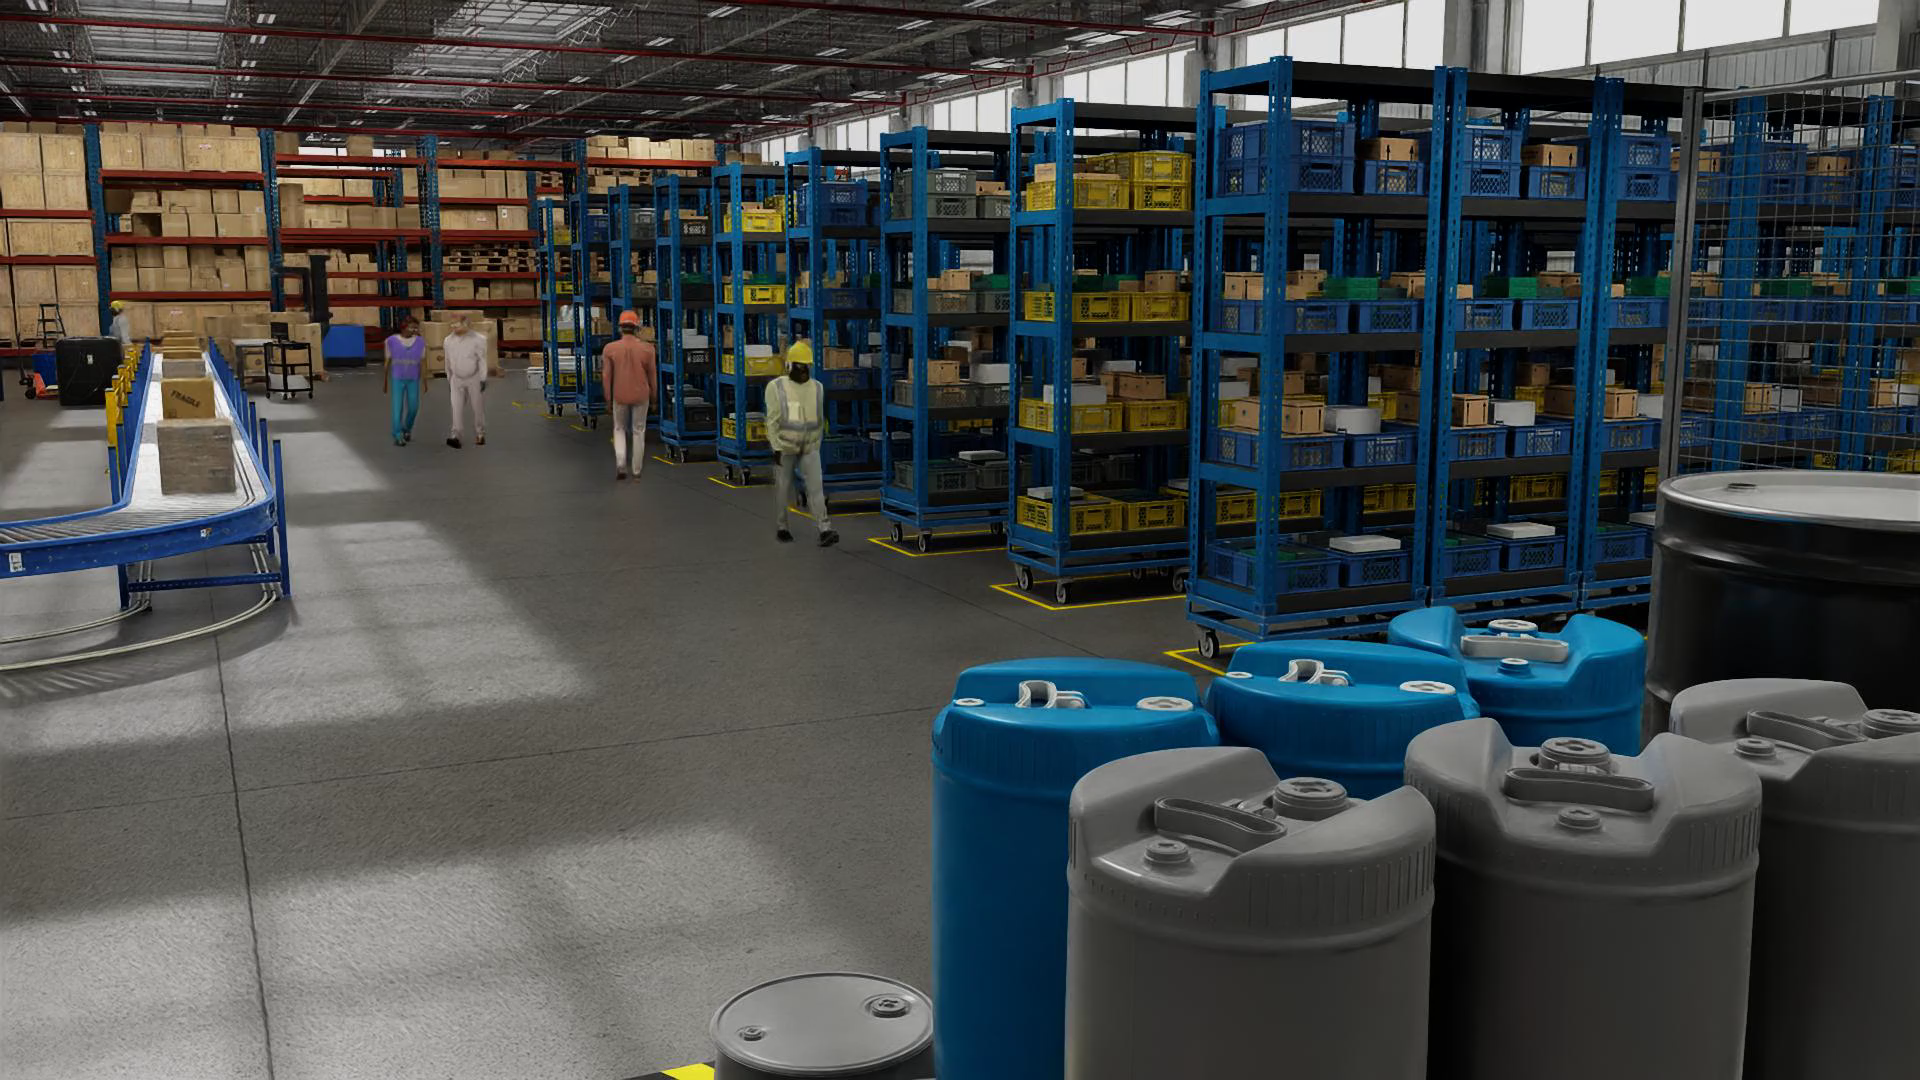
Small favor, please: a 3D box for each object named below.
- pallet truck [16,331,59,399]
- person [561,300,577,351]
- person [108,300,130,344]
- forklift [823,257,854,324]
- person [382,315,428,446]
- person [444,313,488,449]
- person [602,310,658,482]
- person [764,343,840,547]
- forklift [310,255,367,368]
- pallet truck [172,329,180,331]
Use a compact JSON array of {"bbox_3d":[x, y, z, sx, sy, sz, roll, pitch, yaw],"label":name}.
[{"bbox_3d":[-17.082,-3.353,31.781,1.630,1.274,0.653,-4,10,-25],"label":"pallet truck"},{"bbox_3d":[-9.452,-5.064,40.433,0.617,1.940,0.417,4,10,25],"label":"person"},{"bbox_3d":[-18.365,-4.360,36.507,0.918,1.799,0.602,-5,11,-30],"label":"person"},{"bbox_3d":[-3.688,-6.672,47.483,1.873,2.768,1.129,-4,10,-25],"label":"forklift"},{"bbox_3d":[-7.783,-2.232,23.251,0.642,1.812,0.590,-6,11,-32],"label":"person"},{"bbox_3d":[-6.787,-2.185,22.844,0.657,1.839,1.044,0,9,1],"label":"person"},{"bbox_3d":[-3.773,-1.645,19.083,0.621,1.972,0.449,-2,9,-11],"label":"person"},{"bbox_3d":[-1.398,-0.819,14.546,0.596,1.783,0.926,-5,10,-28],"label":"person"},{"bbox_3d":[-15.740,-5.631,41.024,1.873,2.768,1.129,-4,10,-25],"label":"forklift"},{"bbox_3d":[-17.275,-3.851,35.096,1.601,1.201,0.680,0,9,1],"label":"pallet truck"}]
